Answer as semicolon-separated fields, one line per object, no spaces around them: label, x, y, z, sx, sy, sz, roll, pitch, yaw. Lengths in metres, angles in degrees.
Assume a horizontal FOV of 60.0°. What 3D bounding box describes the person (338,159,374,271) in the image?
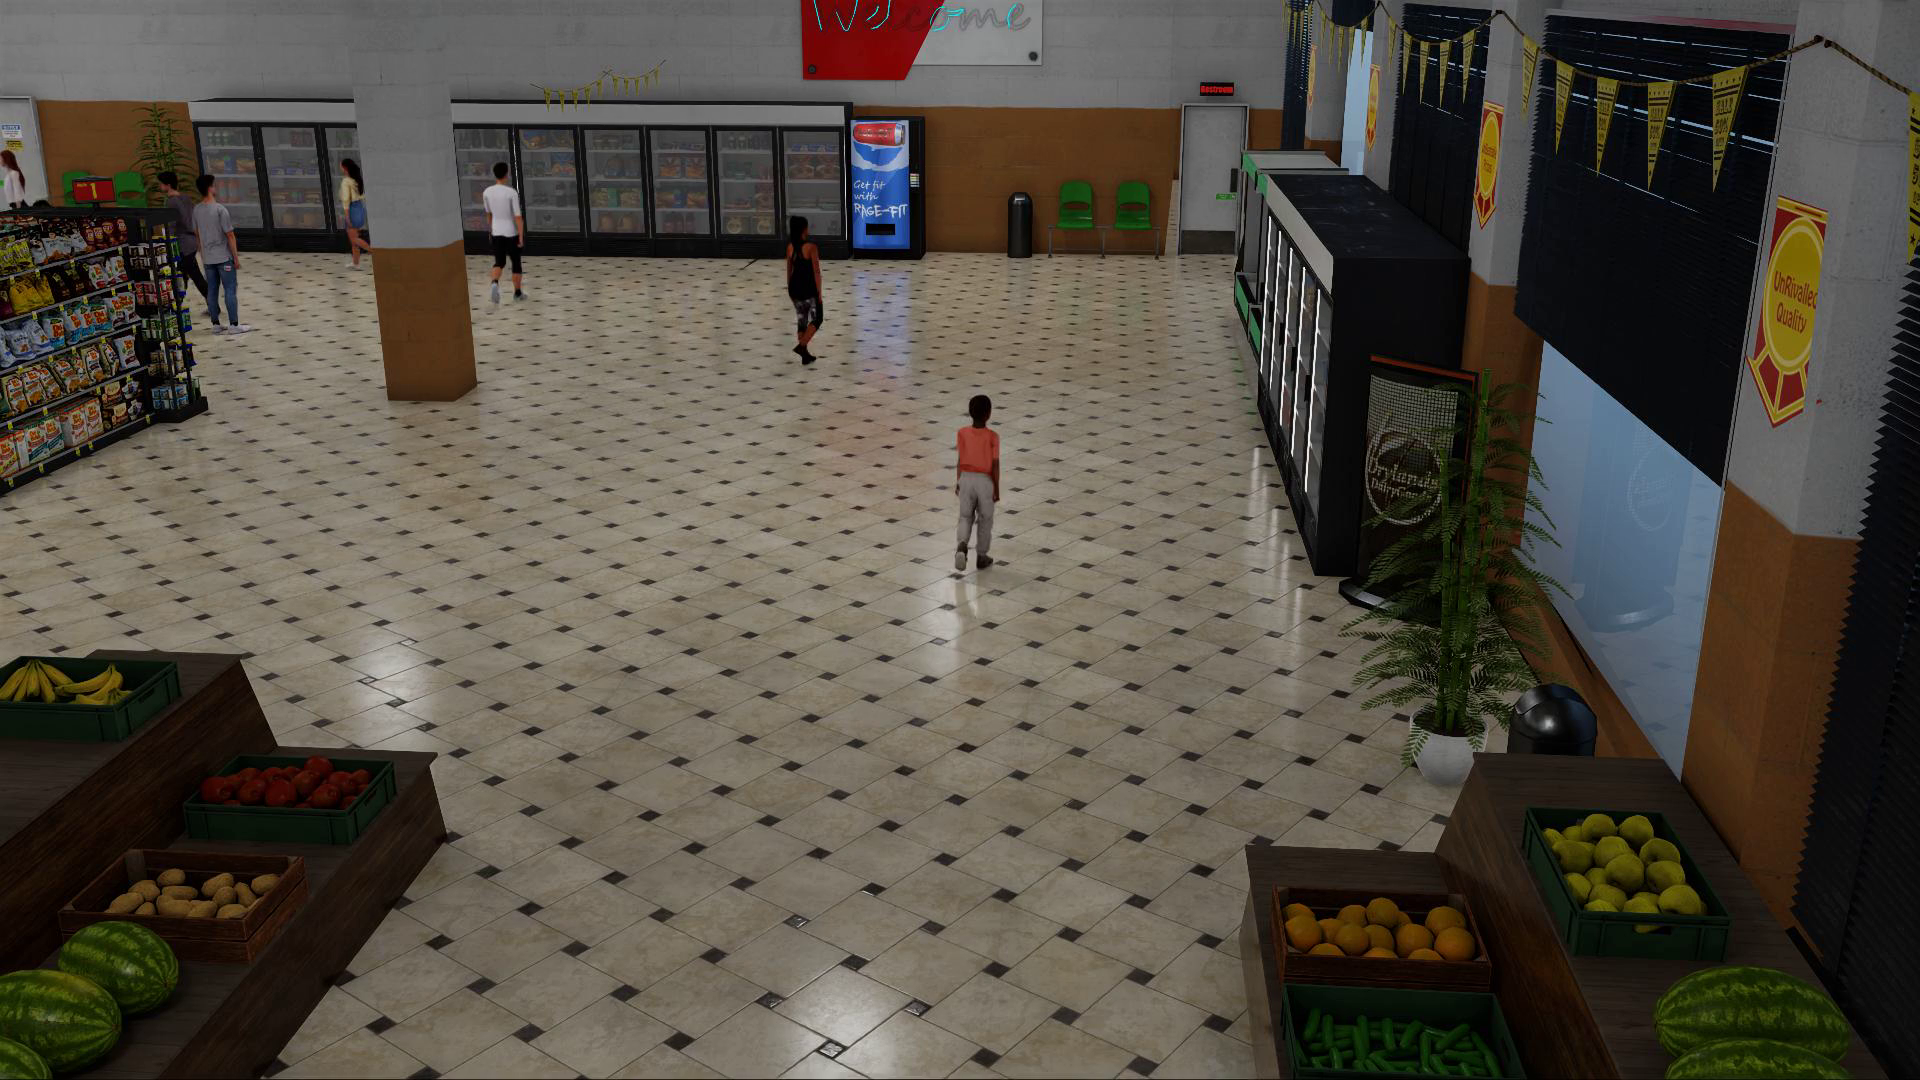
person;-8.806;-4.747;24.338;0.809;1.617;0.905;5;19;16

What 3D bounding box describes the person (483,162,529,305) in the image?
person;-5.988;-3.981;21.735;0.692;1.829;1.030;3;19;8

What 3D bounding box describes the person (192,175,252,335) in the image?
person;-8.948;-3.436;20.032;0.711;1.886;0.610;5;19;14

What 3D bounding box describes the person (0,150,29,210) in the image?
person;-13.614;-4.773;24.237;0.978;1.731;0.940;-15;23;-37

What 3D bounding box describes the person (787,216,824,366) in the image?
person;-1.750;-2.730;18.299;0.731;1.654;0.801;10;21;28

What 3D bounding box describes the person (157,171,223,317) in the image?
person;-9.629;-3.685;20.882;0.819;1.813;1.035;1;19;2

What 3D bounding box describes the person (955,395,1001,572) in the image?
person;0.100;-0.386;11.898;0.579;1.303;0.755;6;20;18
